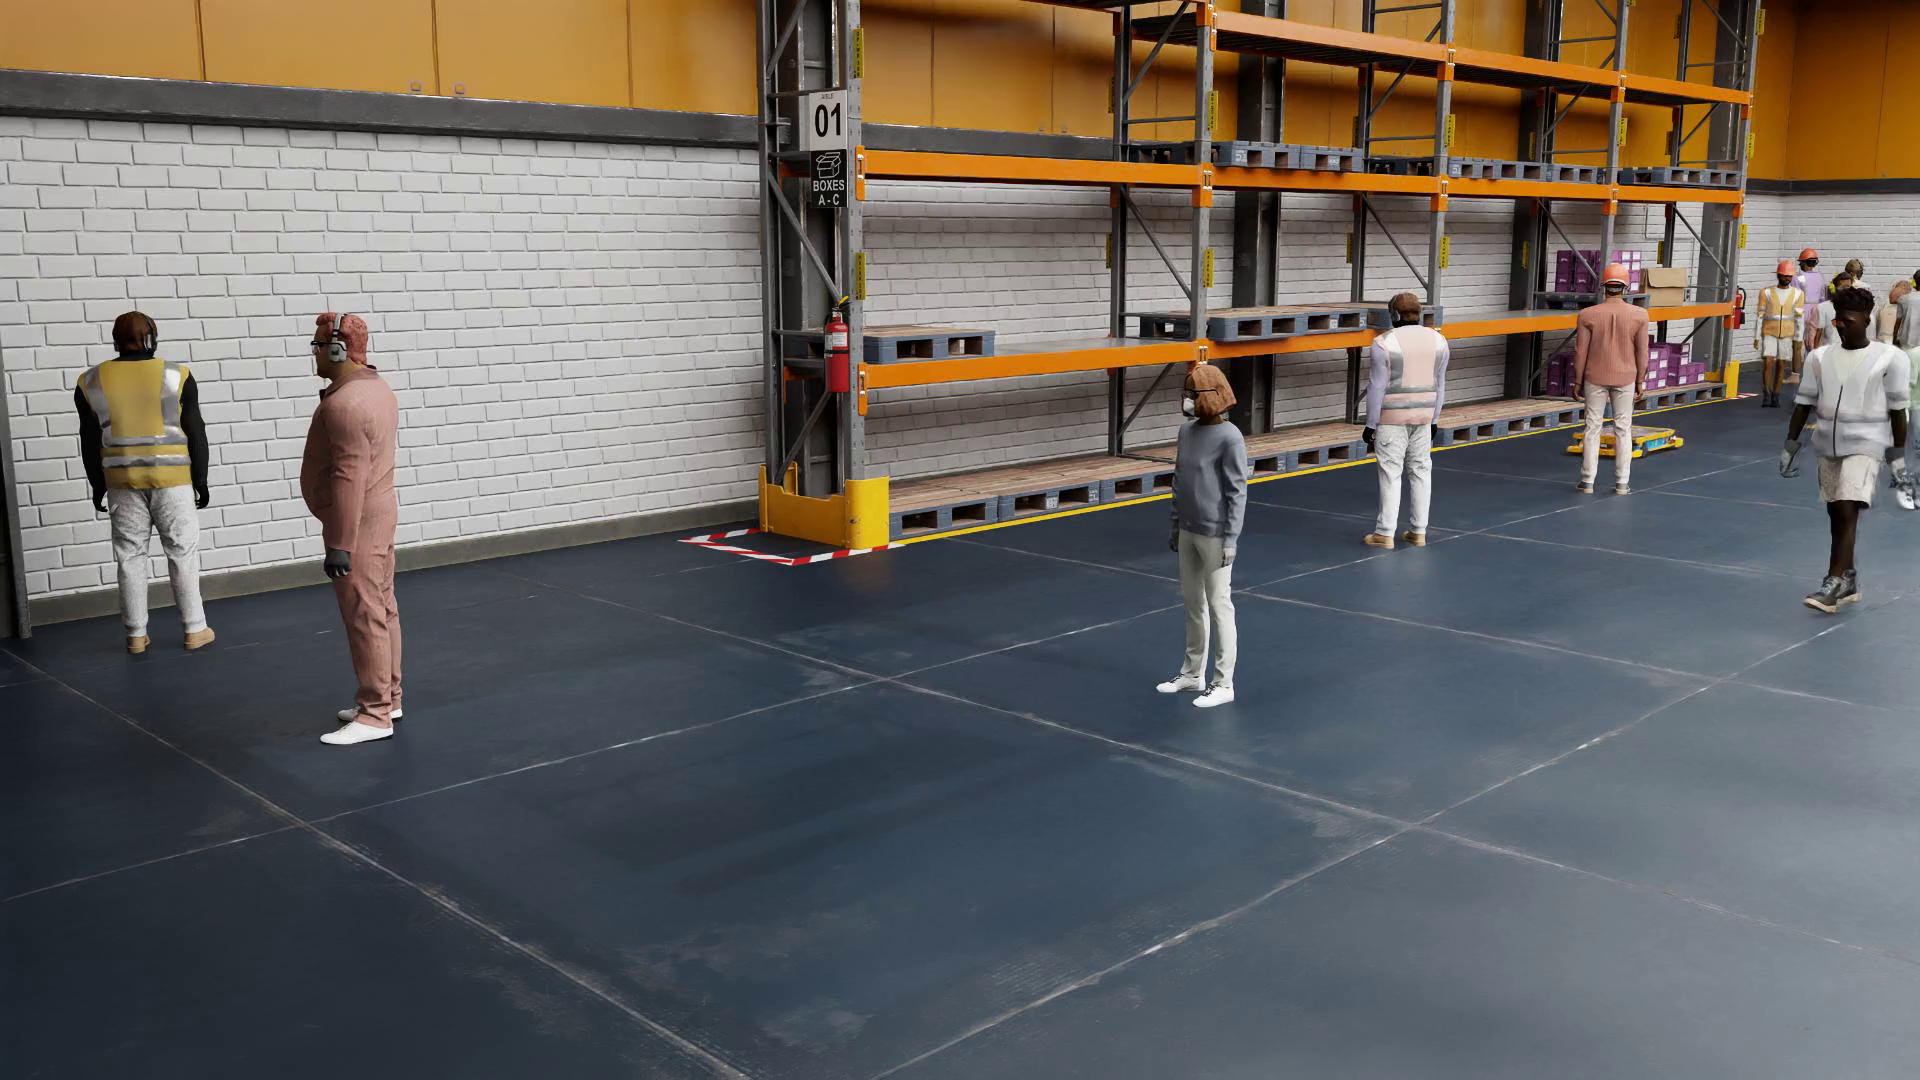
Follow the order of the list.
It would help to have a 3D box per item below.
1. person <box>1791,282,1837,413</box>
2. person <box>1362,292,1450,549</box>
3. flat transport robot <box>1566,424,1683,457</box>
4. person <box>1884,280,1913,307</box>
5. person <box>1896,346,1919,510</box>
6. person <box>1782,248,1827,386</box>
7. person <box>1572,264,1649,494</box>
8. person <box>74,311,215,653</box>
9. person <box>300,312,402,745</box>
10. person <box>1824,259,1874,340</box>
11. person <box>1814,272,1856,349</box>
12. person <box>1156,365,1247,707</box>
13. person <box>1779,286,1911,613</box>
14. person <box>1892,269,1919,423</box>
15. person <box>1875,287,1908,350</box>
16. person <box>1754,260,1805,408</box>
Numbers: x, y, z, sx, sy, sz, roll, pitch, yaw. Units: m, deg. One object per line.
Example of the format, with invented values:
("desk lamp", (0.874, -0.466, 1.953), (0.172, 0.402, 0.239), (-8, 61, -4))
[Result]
("person", (10.616, -2.355, 20.471), (0.539, 1.717, 0.898), (0, 10, 0))
("person", (3.173, -0.853, 11.959), (0.622, 1.838, 0.429), (-3, 11, -18))
("flat transport robot", (6.895, -1.034, 17.213), (0.652, 0.197, 1.431), (9, 14, 42))
("person", (13.155, -2.825, 23.299), (0.741, 1.600, 0.544), (-2, 11, -9))
("person", (7.878, -1.027, 13.486), (0.509, 1.617, 0.378), (-2, 11, -9))
("person", (12.614, -3.329, 24.891), (0.615, 2.043, 0.373), (-3, 11, -15))
("person", (5.640, -1.391, 14.451), (0.609, 1.995, 0.378), (3, 11, 14))
("person", (-4.370, -0.305, 8.972), (0.620, 1.838, 0.430), (-3, 11, -15))
("person", (-2.702, -0.052, 7.397), (0.410, 1.908, 0.642), (-1, 10, -7))
("person", (11.405, -2.630, 21.365), (0.370, 1.940, 0.627), (-7, 12, -32))
("person", (9.571, -1.998, 18.152), (0.542, 1.852, 0.477), (1, 10, 7))
("person", (1.169, -0.022, 7.975), (0.271, 1.632, 0.508), (-5, 12, -26))
("person", (5.211, -0.516, 9.927), (0.882, 1.899, 0.646), (-7, 12, -32))
("person", (11.420, -2.310, 19.881), (0.536, 1.850, 0.518), (8, 13, 37))
("person", (11.536, -2.310, 20.551), (0.821, 1.597, 0.513), (-6, 12, -31))
("person", (10.615, -2.647, 21.515), (0.564, 1.912, 0.659), (3, 11, 15))
